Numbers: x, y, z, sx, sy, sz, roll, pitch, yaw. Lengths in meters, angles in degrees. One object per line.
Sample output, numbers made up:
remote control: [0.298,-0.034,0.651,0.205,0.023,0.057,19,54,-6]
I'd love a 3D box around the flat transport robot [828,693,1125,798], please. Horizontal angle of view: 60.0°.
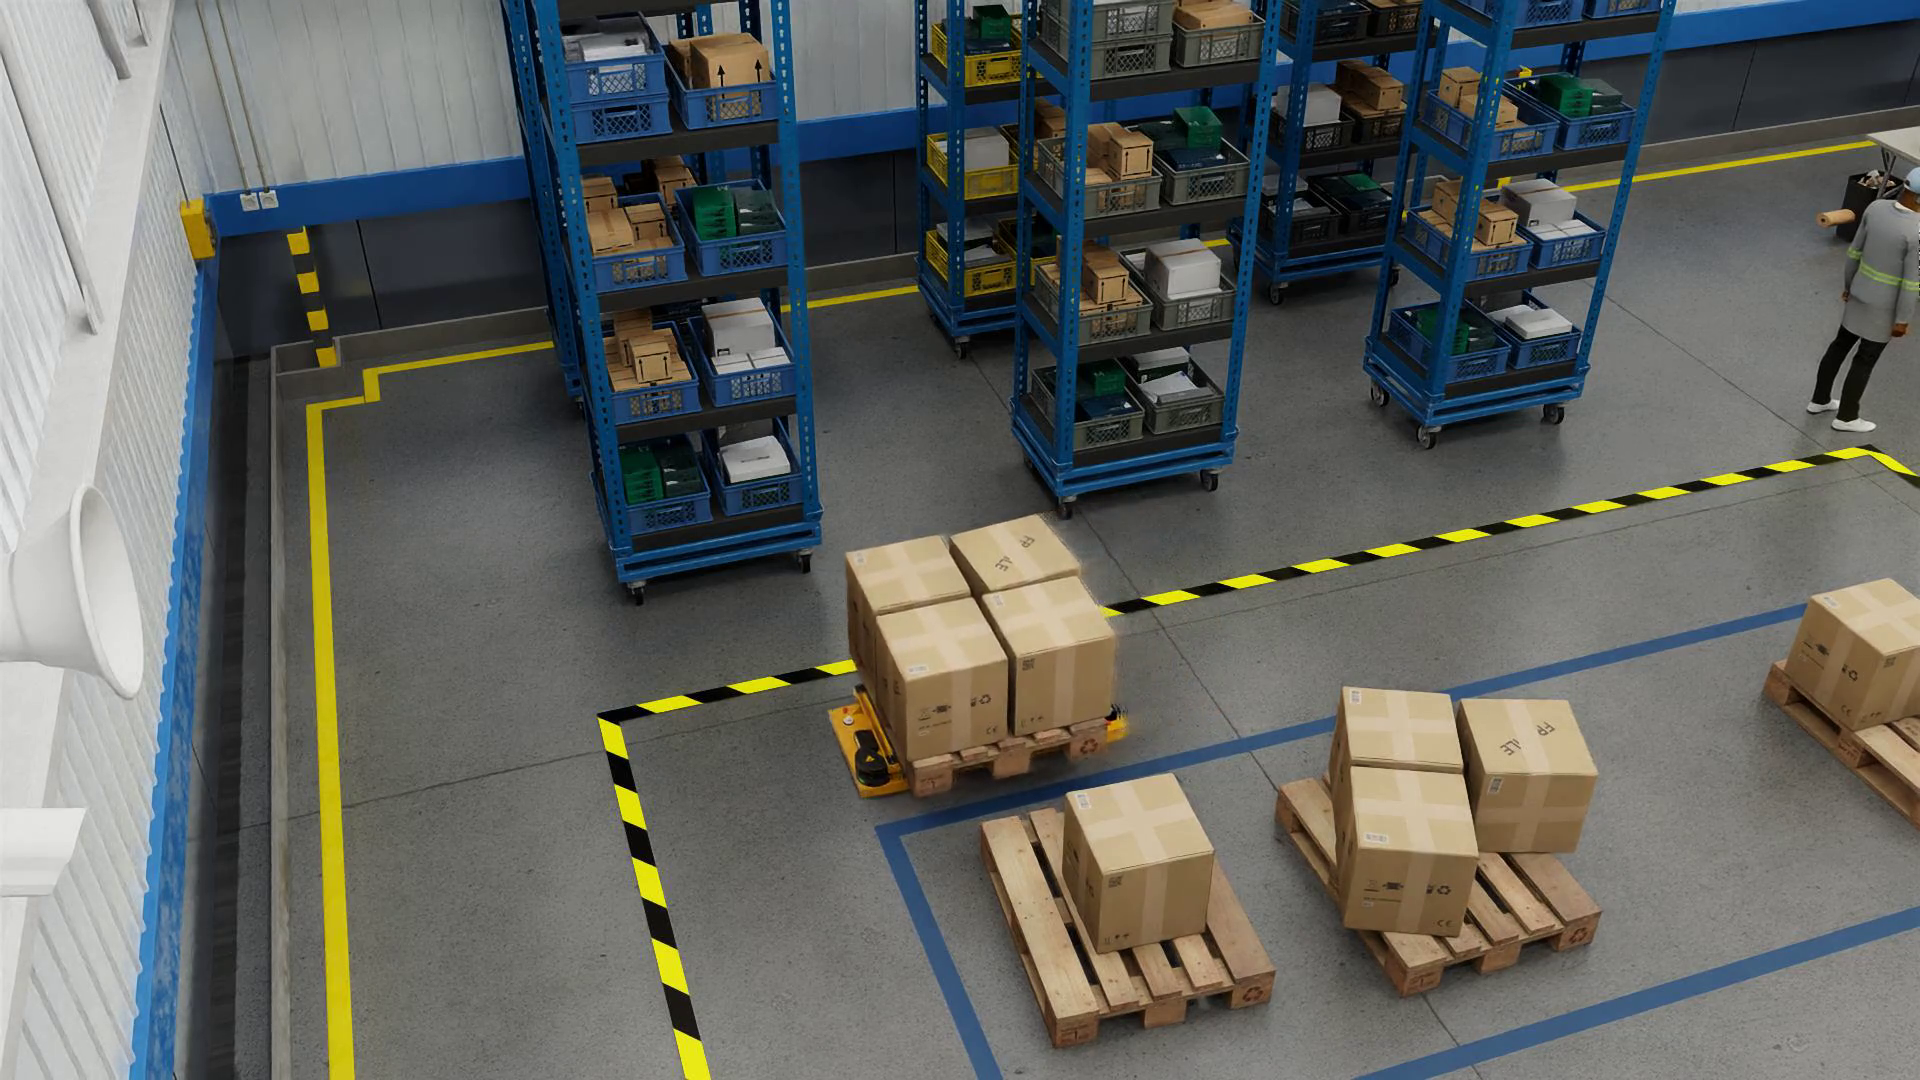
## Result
flat transport robot: [0.081,0.919,8.729,1.431,0.197,0.652,-11,37,-15]

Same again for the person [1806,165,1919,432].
person: [6.056,-1.591,10.938,0.400,1.851,0.591,-8,36,-11]
